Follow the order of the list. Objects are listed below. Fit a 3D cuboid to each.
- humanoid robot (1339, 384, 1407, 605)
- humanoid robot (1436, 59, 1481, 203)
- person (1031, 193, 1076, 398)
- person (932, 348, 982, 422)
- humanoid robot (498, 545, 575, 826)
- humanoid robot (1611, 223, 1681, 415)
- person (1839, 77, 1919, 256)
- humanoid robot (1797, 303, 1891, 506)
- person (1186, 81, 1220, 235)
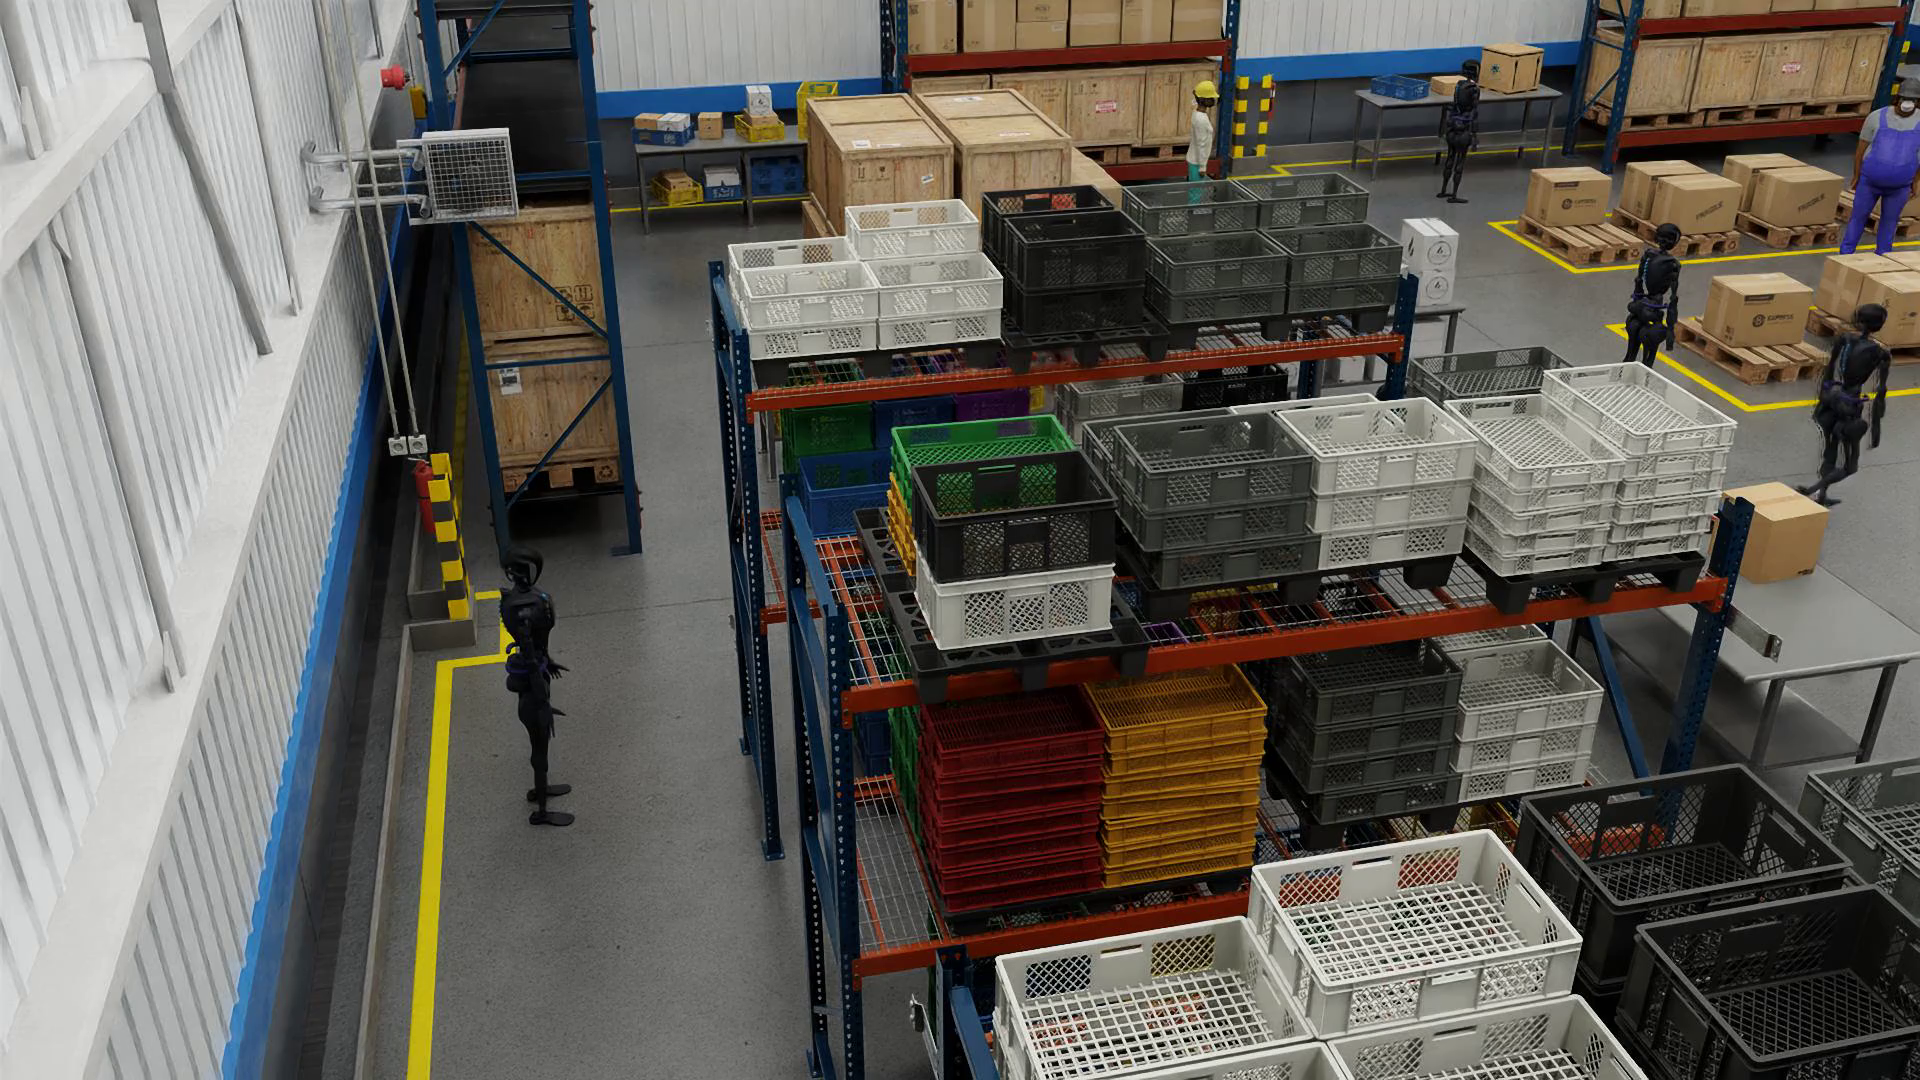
[{"bbox_3d":[2.786,-0.277,11.045,0.325,1.657,0.599,-6,28,-11],"label":"humanoid robot"},{"bbox_3d":[5.969,-4.870,19.759,0.325,1.657,0.599,-6,28,-11],"label":"humanoid robot"},{"bbox_3d":[0.721,-2.076,14.177,0.767,1.959,0.638,11,30,20],"label":"person"},{"bbox_3d":[0.068,-0.944,12.101,0.918,1.879,0.596,-19,33,-32],"label":"person"},{"bbox_3d":[-2.296,0.769,9.066,0.325,1.654,0.599,-6,28,-11],"label":"humanoid robot"},{"bbox_3d":[5.852,-1.878,14.087,0.325,1.654,0.599,-6,28,-11],"label":"humanoid robot"},{"bbox_3d":[9.666,-3.786,17.331,0.681,2.000,0.537,11,30,20],"label":"person"},{"bbox_3d":[6.565,-0.958,12.359,0.463,1.654,0.595,-7,29,-13],"label":"humanoid robot"},{"bbox_3d":[2.653,-4.170,18.351,0.314,1.768,0.524,1,28,2],"label":"person"}]
